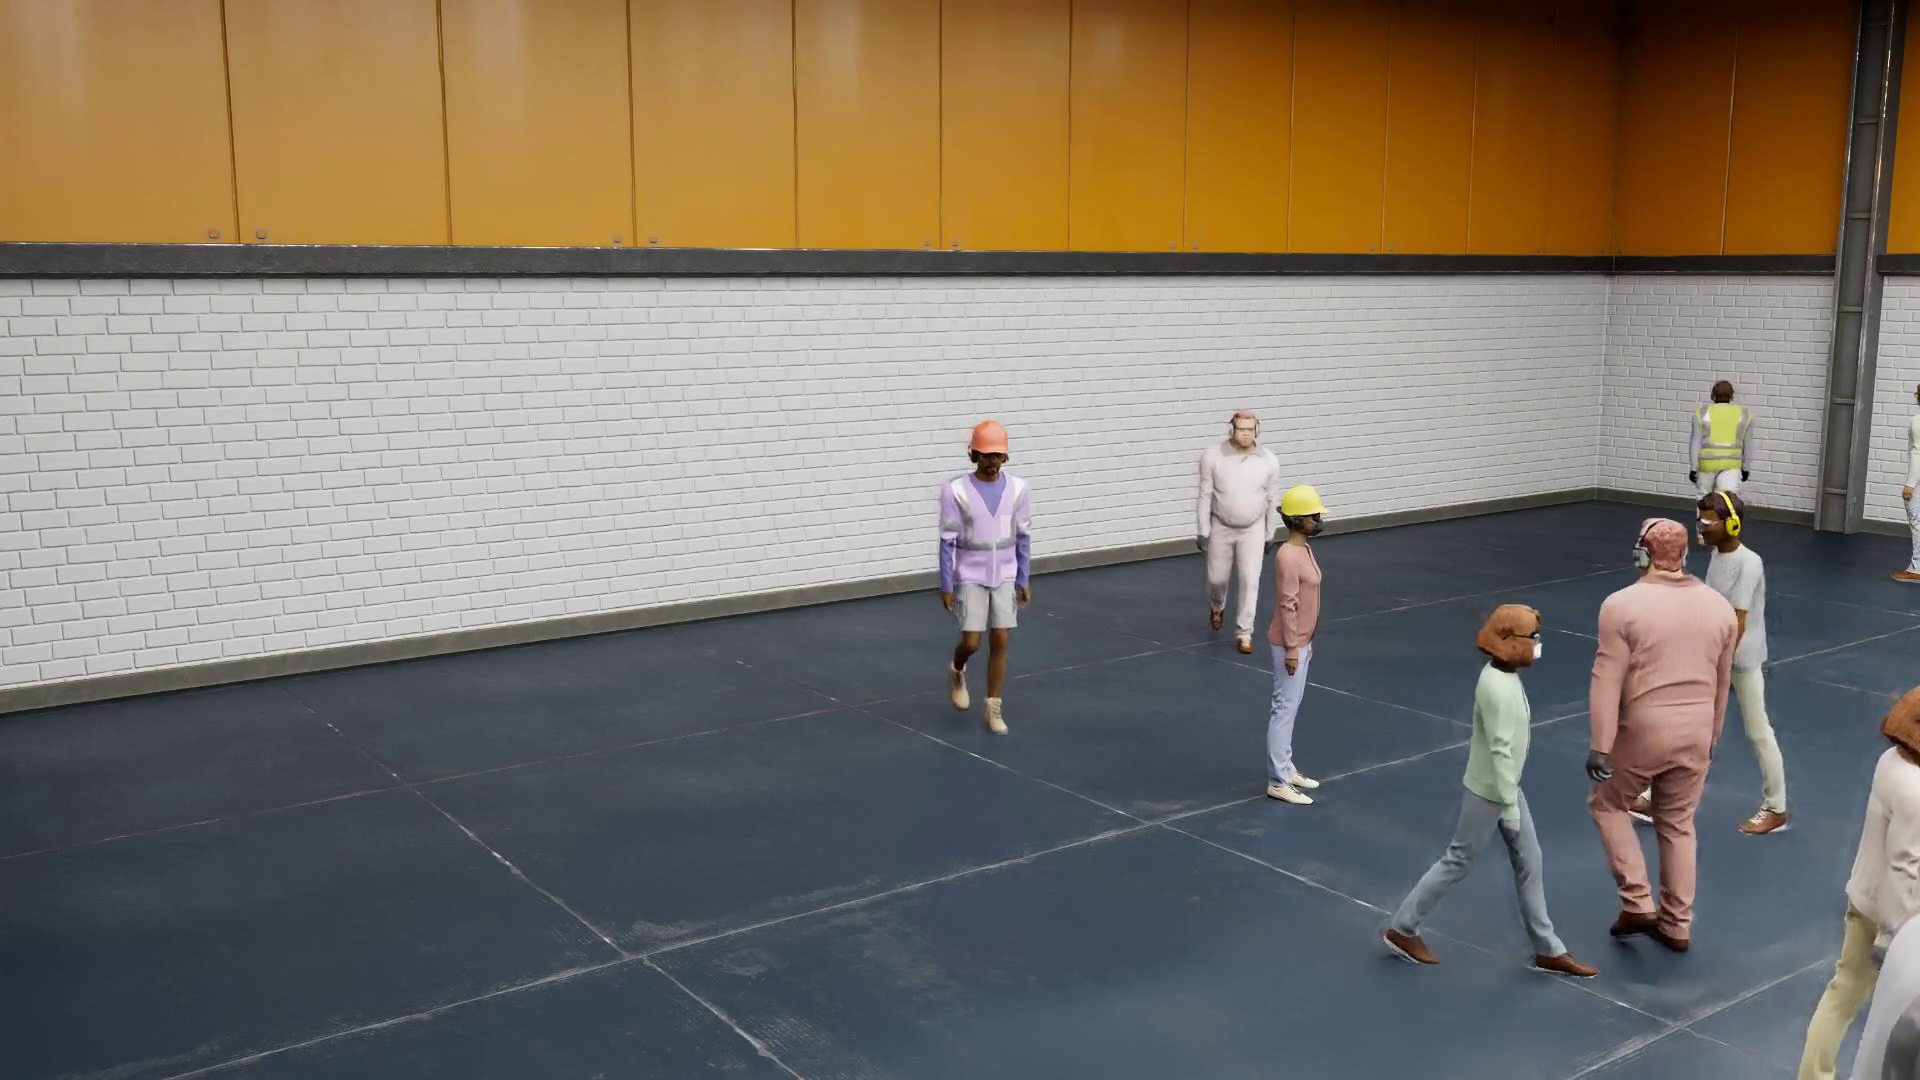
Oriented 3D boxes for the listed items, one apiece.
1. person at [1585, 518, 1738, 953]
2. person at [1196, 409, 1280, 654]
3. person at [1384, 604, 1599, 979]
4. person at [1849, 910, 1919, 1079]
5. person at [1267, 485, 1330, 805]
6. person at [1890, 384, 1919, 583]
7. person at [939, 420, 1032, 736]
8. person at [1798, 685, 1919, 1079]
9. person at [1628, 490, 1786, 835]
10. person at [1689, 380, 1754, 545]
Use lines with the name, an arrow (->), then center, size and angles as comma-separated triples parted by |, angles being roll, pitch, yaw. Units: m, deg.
person -> 3.015, 0.851, 7.227 | 0.717, 1.882, 0.453 | -2, 9, -12
person -> 2.174, -0.096, 13.051 | 0.649, 1.885, 0.752 | 1, 9, 6
person -> 2.216, 1.041, 6.953 | 0.858, 1.592, 0.518 | 4, 10, 23
person -> 2.087, 1.432, 3.431 | 0.627, 1.941, 0.623 | 4, 10, 25
person -> 1.881, 0.573, 9.289 | 0.305, 1.772, 0.527 | 3, 10, 19
person -> 9.132, -0.558, 15.742 | 0.636, 1.936, 0.354 | -7, 11, -35
person -> 0.152, 0.227, 10.669 | 0.602, 2.025, 0.612 | -3, 10, -18
person -> 3.248, 1.263, 5.567 | 0.793, 1.595, 0.502 | 3, 10, 16
person -> 3.930, 0.656, 8.639 | 0.974, 1.806, 0.551 | 0, 9, -3
person -> 8.036, -0.787, 17.574 | 0.635, 1.808, 0.905 | 2, 9, 13
